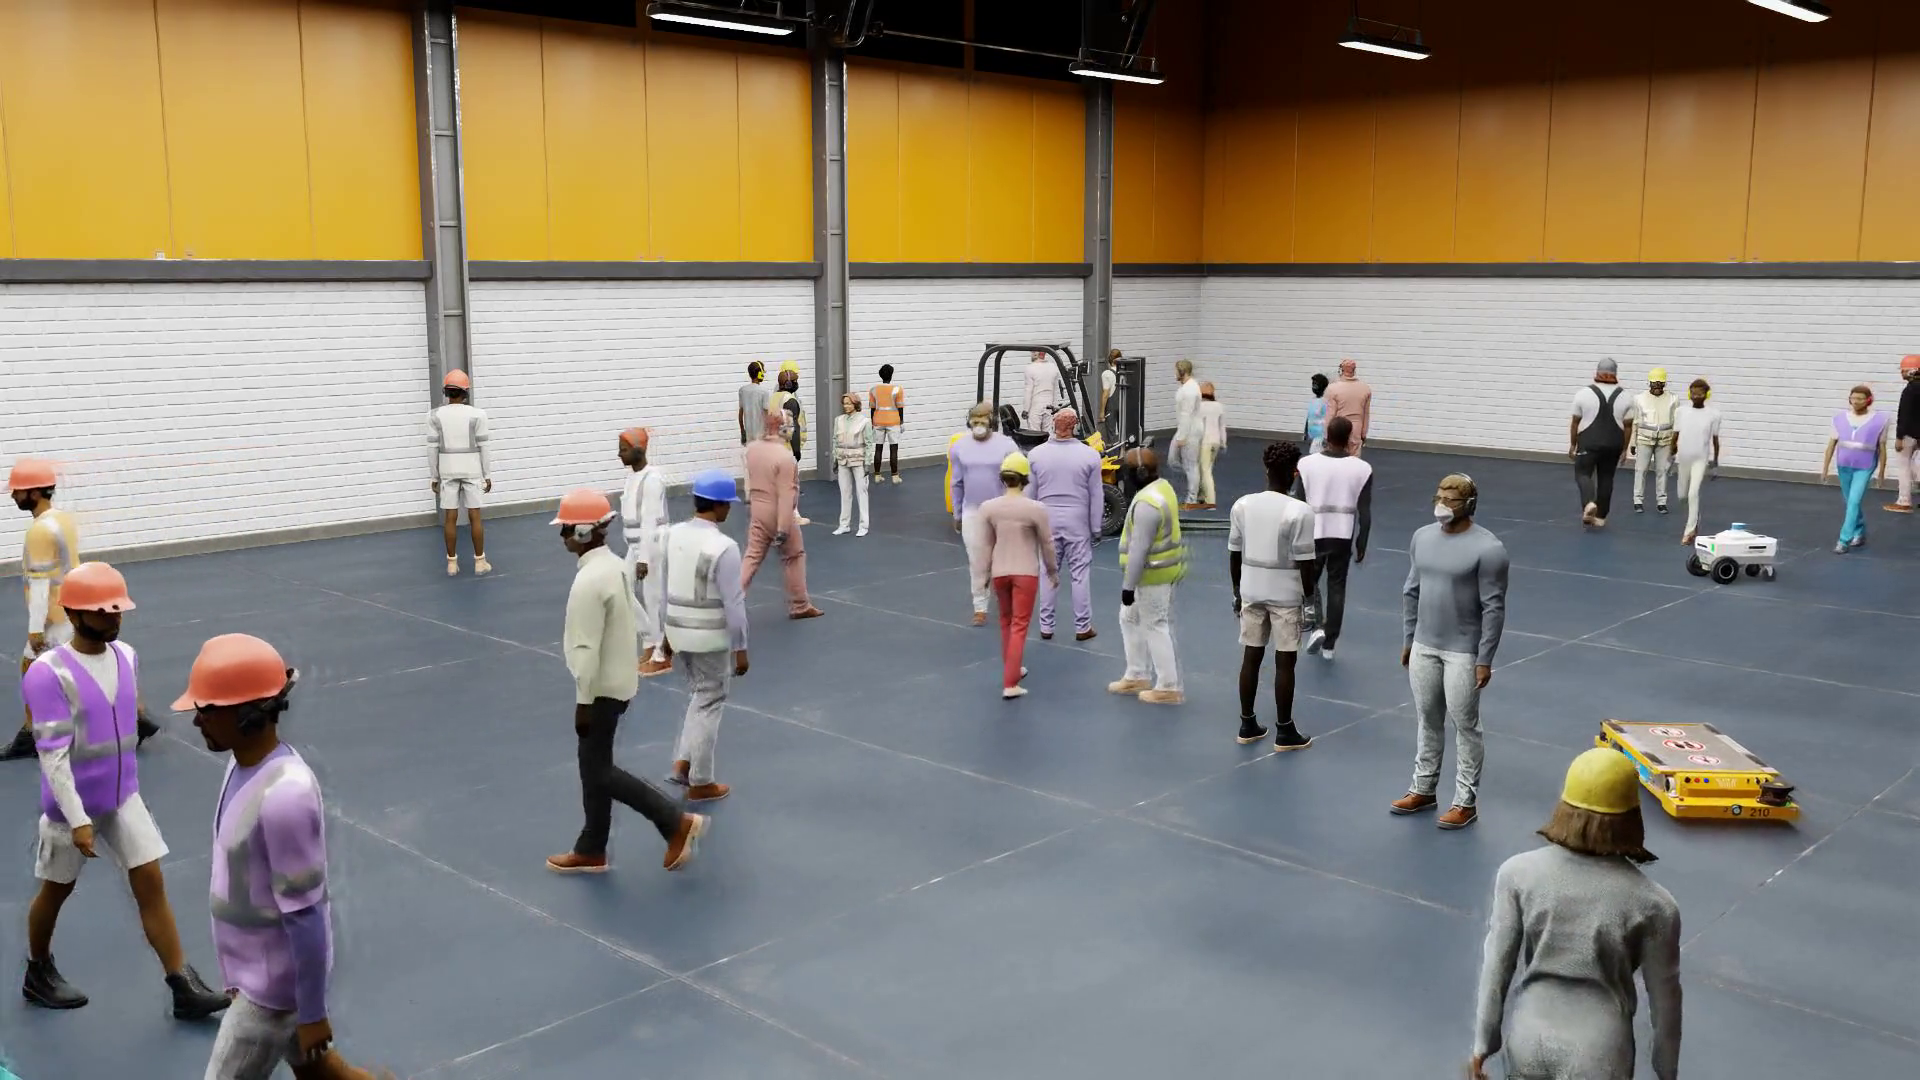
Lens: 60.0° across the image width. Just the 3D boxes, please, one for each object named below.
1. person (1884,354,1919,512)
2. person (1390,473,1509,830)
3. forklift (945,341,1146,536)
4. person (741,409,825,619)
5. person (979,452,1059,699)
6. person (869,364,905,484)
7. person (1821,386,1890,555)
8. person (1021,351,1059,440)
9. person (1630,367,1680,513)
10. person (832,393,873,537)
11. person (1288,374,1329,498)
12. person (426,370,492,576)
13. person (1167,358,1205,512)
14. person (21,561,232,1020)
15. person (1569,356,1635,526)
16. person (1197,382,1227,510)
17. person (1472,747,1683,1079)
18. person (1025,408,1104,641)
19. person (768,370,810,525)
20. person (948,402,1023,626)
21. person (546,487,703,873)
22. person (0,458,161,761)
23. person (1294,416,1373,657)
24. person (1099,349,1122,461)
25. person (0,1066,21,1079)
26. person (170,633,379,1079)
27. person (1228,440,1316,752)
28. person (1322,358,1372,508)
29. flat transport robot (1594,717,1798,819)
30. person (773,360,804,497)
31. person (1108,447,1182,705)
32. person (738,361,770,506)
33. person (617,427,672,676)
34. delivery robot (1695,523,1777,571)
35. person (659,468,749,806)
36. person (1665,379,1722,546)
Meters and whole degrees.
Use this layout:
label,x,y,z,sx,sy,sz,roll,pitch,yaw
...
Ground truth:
label,x,y,z,sx,sy,sz,roll,pitch,yaw
person,11.852,-1.317,20.688,0.638,1.974,0.507,-8,12,-39
person,2.668,0.596,9.083,0.372,1.940,0.630,-7,11,-35
forklift,0.977,-1.223,19.452,2.313,2.155,1.214,2,9,11
person,-1.628,-0.195,14.184,0.984,1.863,0.644,-9,13,-44
person,0.423,0.238,11.914,0.533,1.749,0.616,5,11,28
person,-1.034,-1.634,23.520,0.531,1.694,0.320,3,10,20
person,9.661,-0.772,17.940,0.991,1.805,0.584,-8,12,-40
person,1.186,-2.019,25.197,0.651,1.912,0.410,-7,12,-39
person,8.631,-1.237,20.677,0.589,1.827,0.403,2,9,12
person,-1.223,-0.858,18.909,0.516,1.641,0.308,5,11,28
person,4.795,-1.391,22.135,0.861,1.655,0.542,-3,10,-15
person,-4.946,-0.661,16.474,0.605,2.044,0.374,-1,9,-8
person,2.823,-1.310,20.833,0.508,1.920,0.599,-2,9,-10
person,-3.455,1.020,6.669,1.013,1.888,0.546,3,10,20
person,7.510,-1.151,19.480,0.692,2.000,0.672,1,9,9
person,3.087,-1.196,21.124,0.639,1.593,0.608,-6,11,-32
person,1.750,1.419,4.688,0.517,1.709,0.822,7,11,35
person,0.859,-0.128,13.618,0.642,1.909,0.399,2,10,15
person,-2.034,-1.101,19.787,0.429,1.844,0.623,-5,11,-28
person,0.238,-0.243,14.319,0.659,1.911,0.696,3,10,15
person,-1.692,0.717,8.227,0.723,1.976,0.629,0,9,0
person,-5.516,0.427,10.283,0.958,1.900,0.550,-3,10,-18
person,2.886,-0.019,12.972,0.615,1.898,0.443,1,9,7
person,2.324,-1.942,24.931,0.504,1.847,0.345,-5,10,-27
person,-3.200,1.343,5.133,0.519,1.730,0.859,1,9,9
person,-2.003,1.242,4.965,1.040,2.000,0.625,-5,11,-29
person,1.987,0.348,10.519,0.614,1.964,0.361,9,13,43
person,4.871,-1.344,21.076,0.651,1.907,0.409,-4,10,-21
flat transport robot,4.281,1.317,9.759,0.652,0.197,1.431,1,9,4
person,-2.285,-1.487,22.184,0.403,1.828,0.596,-3,10,-20
person,1.233,0.255,11.552,0.693,1.811,0.640,3,10,16
person,-2.583,-1.348,21.213,0.531,1.871,0.322,6,11,31
person,-2.354,0.097,12.375,0.432,1.871,0.601,-6,11,-34
delivery robot,7.562,0.078,16.206,0.707,0.478,0.477,-1,9,-7
person,-1.428,0.550,9.400,0.630,1.924,0.445,8,13,42
person,8.159,-0.884,18.476,0.521,1.844,0.827,8,12,40
